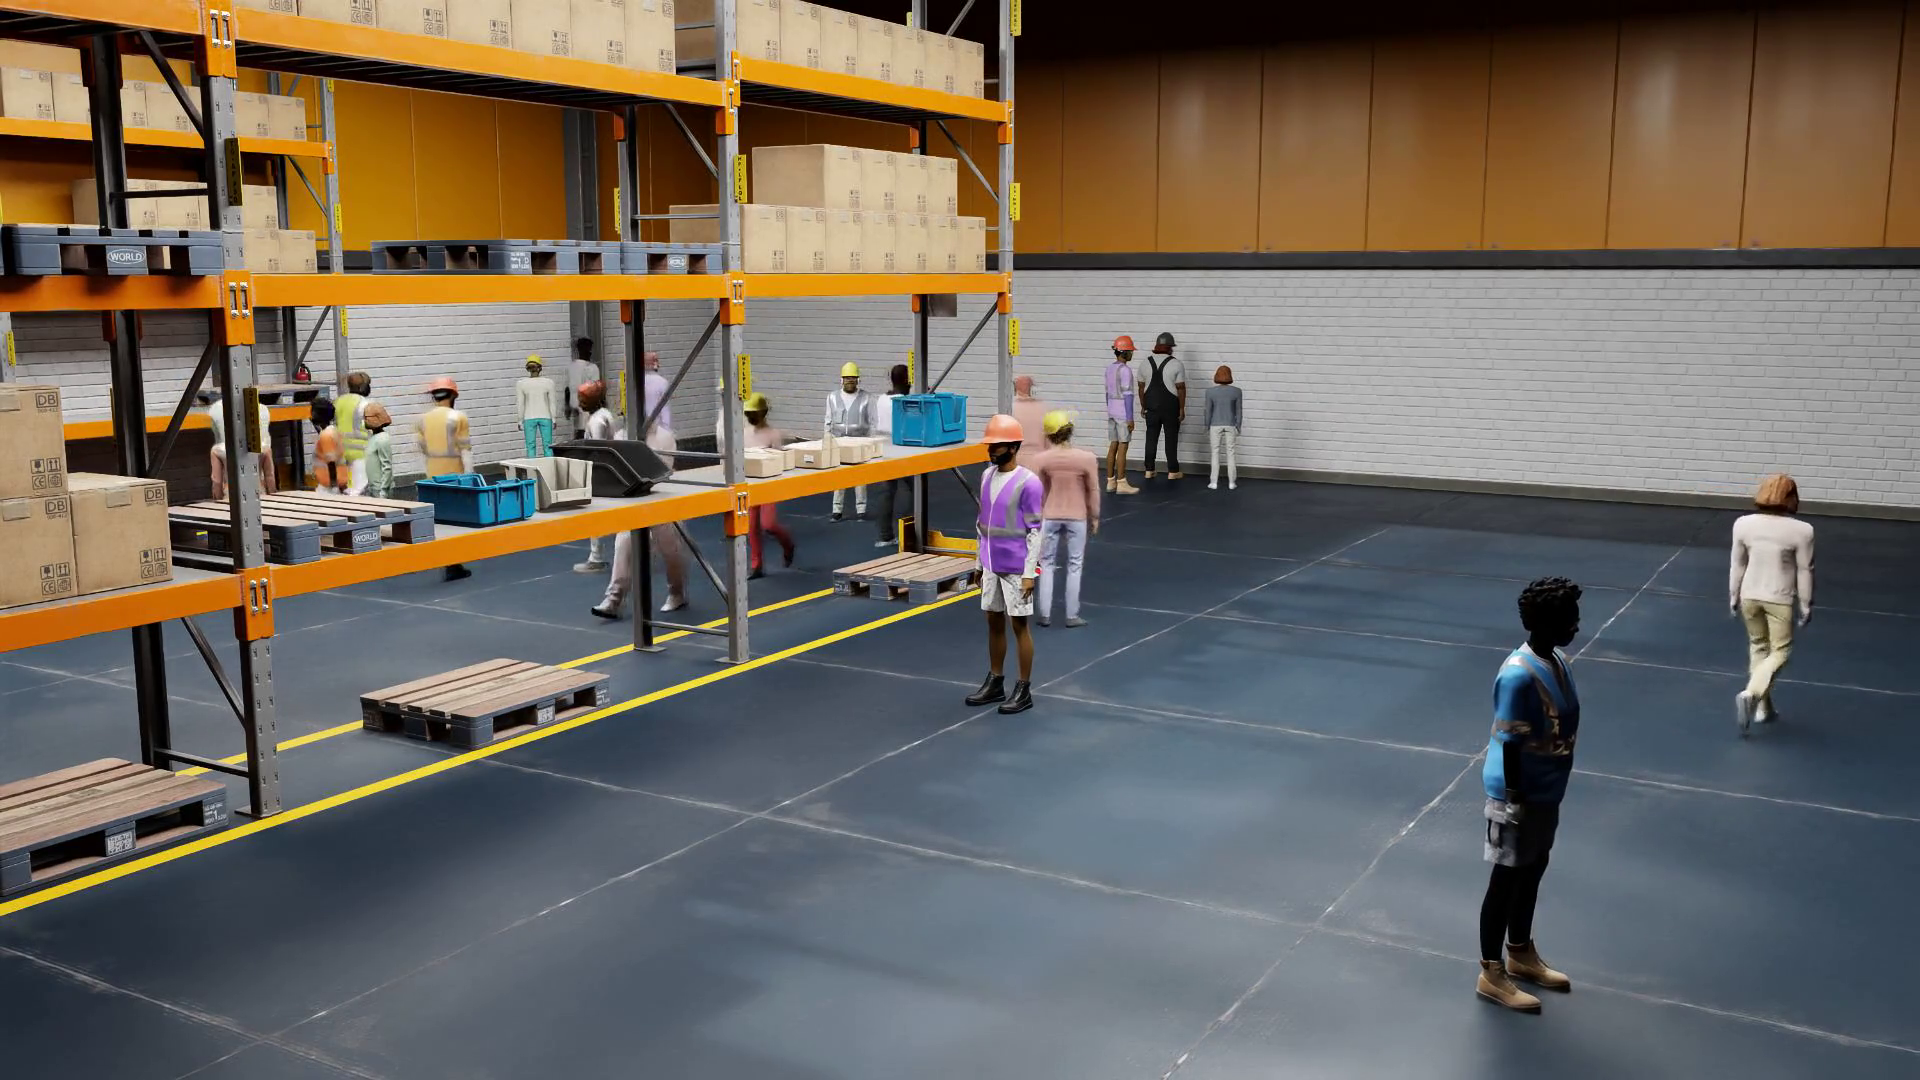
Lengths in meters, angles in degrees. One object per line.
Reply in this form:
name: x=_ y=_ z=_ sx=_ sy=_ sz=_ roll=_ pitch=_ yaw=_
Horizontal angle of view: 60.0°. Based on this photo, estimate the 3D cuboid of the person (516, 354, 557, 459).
person: x=-5.675 y=-1.604 z=22.314 sx=0.524 sy=1.760 sz=0.328 roll=-3 pitch=10 yaw=-17

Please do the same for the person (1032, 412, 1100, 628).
person: x=0.828 y=-0.145 z=13.283 sx=0.562 sy=1.742 sz=0.334 roll=1 pitch=9 yaw=6

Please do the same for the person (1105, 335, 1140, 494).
person: x=2.096 y=-1.614 z=21.490 sx=0.374 sy=2.044 sz=0.605 roll=-4 pitch=10 yaw=-22

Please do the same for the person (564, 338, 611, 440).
person: x=-5.278 y=-1.919 z=23.762 sx=0.616 sy=1.922 sz=0.951 roll=7 pitch=12 yaw=38

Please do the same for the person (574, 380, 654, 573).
person: x=-3.293 y=-0.594 z=15.705 sx=0.721 sy=1.847 sz=0.651 roll=-1 pitch=9 yaw=-4

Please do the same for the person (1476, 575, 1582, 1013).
person: x=2.216 y=0.969 z=6.467 sx=0.320 sy=1.694 sz=0.534 roll=7 pitch=12 yaw=39

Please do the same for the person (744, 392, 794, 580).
person: x=-1.819 y=-0.511 z=15.504 sx=0.538 sy=1.748 sz=0.533 roll=6 pitch=11 yaw=31

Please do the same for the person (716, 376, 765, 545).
person: x=-2.319 y=-0.851 z=17.418 sx=0.475 sy=1.818 sz=0.611 roll=-8 pitch=12 yaw=-40

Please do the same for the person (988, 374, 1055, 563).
person: x=0.606 y=-0.704 z=16.437 sx=0.645 sy=1.858 sz=1.044 roll=-5 pitch=10 yaw=-28

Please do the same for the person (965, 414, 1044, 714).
person: x=0.286 y=0.155 z=10.771 sx=0.360 sy=1.939 sz=0.543 roll=-8 pitch=12 yaw=-42

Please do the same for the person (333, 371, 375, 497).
person: x=-6.440 y=-0.893 z=17.742 sx=0.639 sy=1.814 sz=0.914 roll=6 pitch=11 yaw=35

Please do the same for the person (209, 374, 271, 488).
person: x=-6.933 y=-0.702 z=16.219 sx=0.617 sy=1.899 sz=0.824 roll=0 pitch=9 yaw=3

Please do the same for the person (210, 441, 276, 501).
person: x=-6.264 y=-0.303 z=14.570 sx=0.514 sy=1.636 sz=0.315 roll=-4 pitch=10 yaw=-25

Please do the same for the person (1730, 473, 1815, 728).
person: x=5.014 y=0.384 z=10.343 sx=0.654 sy=1.611 sz=0.510 roll=-8 pitch=12 yaw=-39

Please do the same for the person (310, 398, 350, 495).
person: x=-6.139 y=-0.547 z=16.037 sx=0.880 sy=1.643 sz=0.544 roll=-2 pitch=9 yaw=-13

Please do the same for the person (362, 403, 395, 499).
person: x=-5.446 y=-0.467 z=15.601 sx=0.274 sy=1.632 sz=0.507 roll=-5 pitch=11 yaw=-30

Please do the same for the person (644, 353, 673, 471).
person: x=-3.800 y=-1.390 z=20.665 sx=0.667 sy=1.861 sz=0.904 roll=3 pitch=10 yaw=19

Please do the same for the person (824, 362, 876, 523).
person: x=-1.261 y=-1.107 z=18.966 sx=0.587 sy=1.837 sz=0.404 roll=1 pitch=9 yaw=5

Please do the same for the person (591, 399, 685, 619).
person: x=-2.629 y=-0.267 z=13.697 sx=0.642 sy=1.846 sz=1.027 roll=4 pitch=10 yaw=23

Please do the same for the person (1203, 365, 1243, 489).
person: x=3.469 y=-1.479 z=21.935 sx=0.511 sy=1.630 sz=0.265 roll=0 pitch=9 yaw=0

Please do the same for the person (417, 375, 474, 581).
person: x=-4.705 y=-0.568 z=15.420 sx=0.632 sy=1.895 sz=0.470 roll=4 pitch=10 yaw=21

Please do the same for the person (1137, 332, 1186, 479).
person: x=2.835 y=-1.871 z=23.101 sx=0.686 sy=2.000 sz=0.535 roll=5 pitch=10 yaw=29

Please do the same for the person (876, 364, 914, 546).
person: x=-0.574 y=-0.885 z=17.388 sx=0.676 sy=1.899 sz=0.592 roll=-7 pitch=12 yaw=-38
